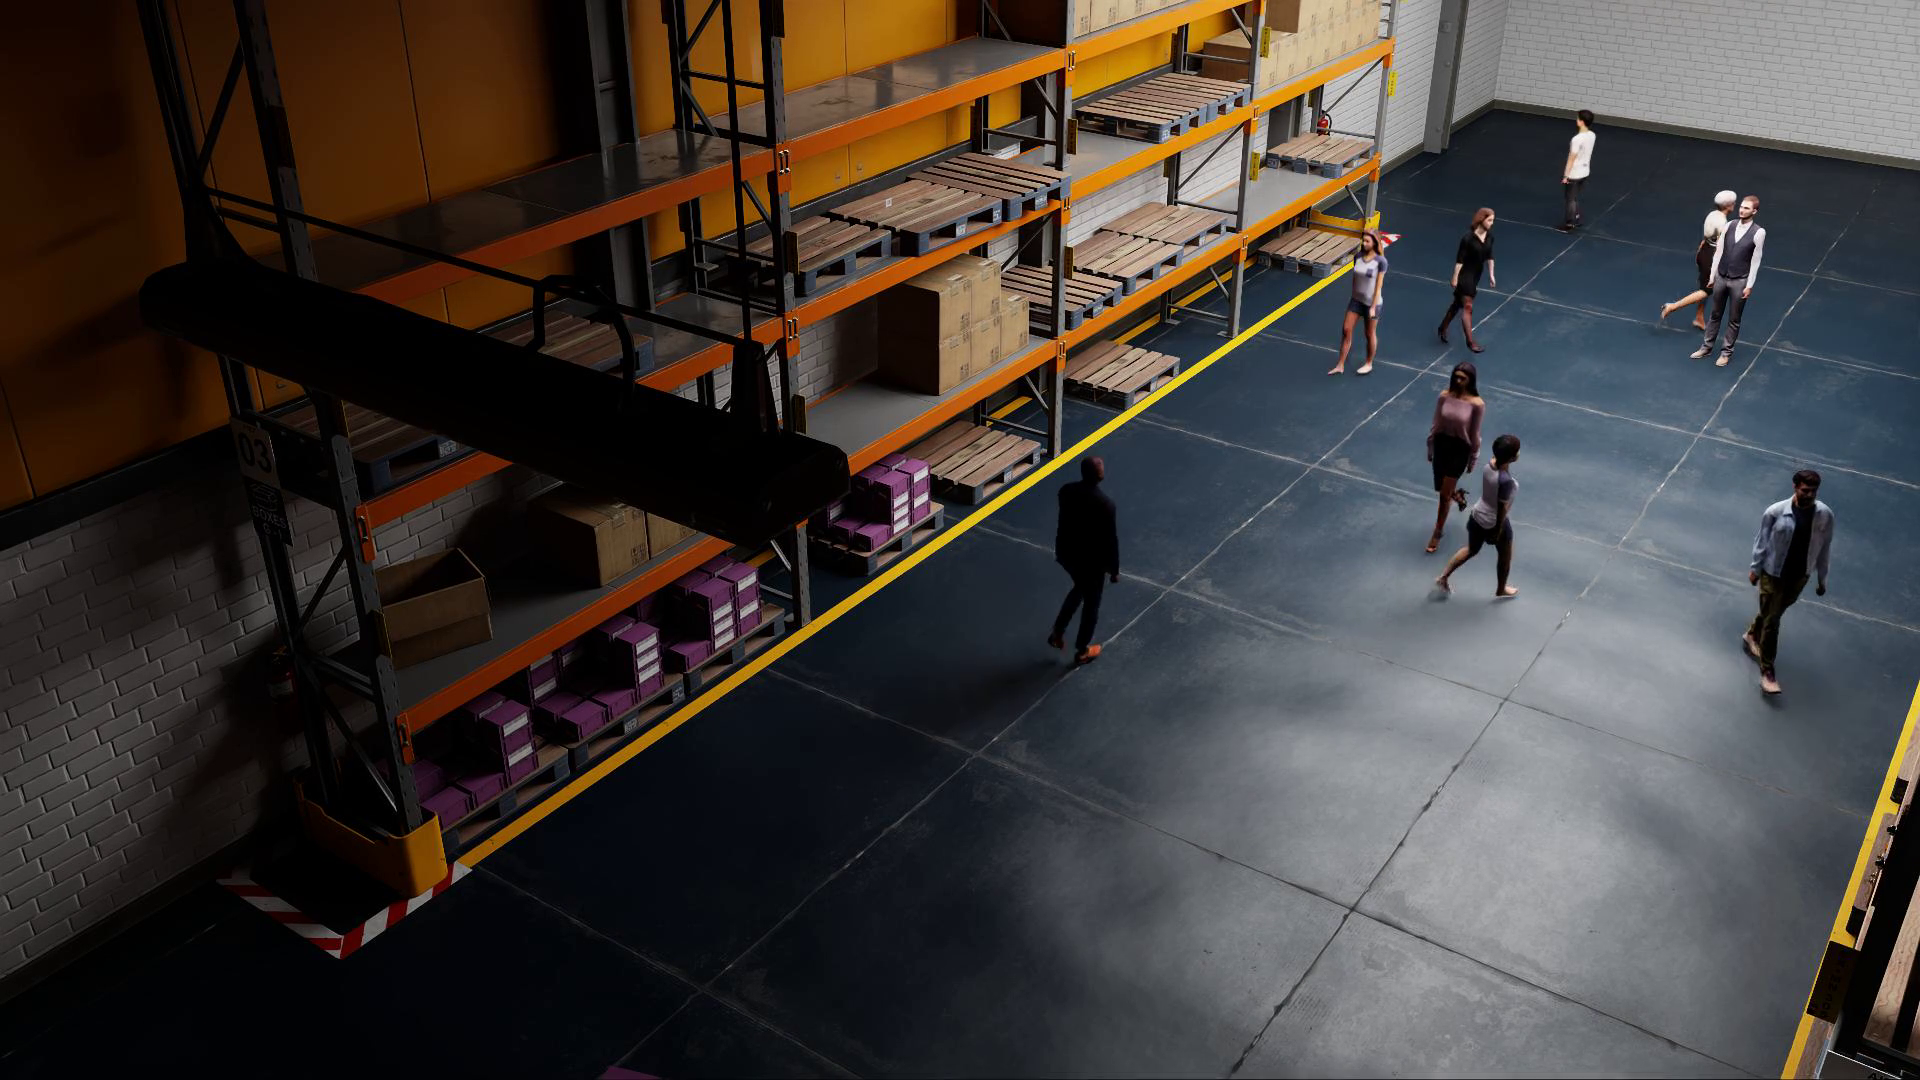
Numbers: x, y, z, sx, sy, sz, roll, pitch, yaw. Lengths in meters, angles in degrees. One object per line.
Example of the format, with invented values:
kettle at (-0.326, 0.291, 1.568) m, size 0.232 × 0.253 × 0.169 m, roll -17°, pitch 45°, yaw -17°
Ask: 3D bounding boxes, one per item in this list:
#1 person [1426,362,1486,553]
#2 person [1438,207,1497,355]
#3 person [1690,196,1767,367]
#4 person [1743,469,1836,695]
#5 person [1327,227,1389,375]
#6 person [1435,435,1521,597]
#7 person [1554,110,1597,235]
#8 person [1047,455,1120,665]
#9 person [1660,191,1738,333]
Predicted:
person at (4.455, -0.780, 14.959) m, size 0.682 × 1.789 × 1.025 m, roll 21°, pitch 35°, yaw 34°
person at (5.819, -3.030, 19.213) m, size 1.049 × 1.665 × 0.928 m, roll -14°, pitch 32°, yaw -24°
person at (8.731, -2.944, 18.771) m, size 0.655 × 1.938 × 0.721 m, roll -21°, pitch 35°, yaw -33°
person at (6.480, 0.241, 13.109) m, size 1.072 × 1.767 × 1.268 m, roll 2°, pitch 29°, yaw 4°
person at (4.569, -2.646, 18.462) m, size 0.898 × 1.709 × 0.713 m, roll -24°, pitch 37°, yaw -37°
person at (4.449, -0.181, 14.127) m, size 1.048 × 1.534 × 0.935 m, roll -8°, pitch 30°, yaw -15°
person at (8.545, -5.041, 22.844) m, size 0.607 × 1.717 × 0.753 m, roll -24°, pitch 37°, yaw -37°
person at (0.920, 0.195, 13.154) m, size 0.824 × 1.805 × 0.811 m, roll -24°, pitch 36°, yaw -36°
person at (8.696, -3.243, 19.532) m, size 0.954 × 1.734 × 0.981 m, roll 3°, pitch 29°, yaw 5°
